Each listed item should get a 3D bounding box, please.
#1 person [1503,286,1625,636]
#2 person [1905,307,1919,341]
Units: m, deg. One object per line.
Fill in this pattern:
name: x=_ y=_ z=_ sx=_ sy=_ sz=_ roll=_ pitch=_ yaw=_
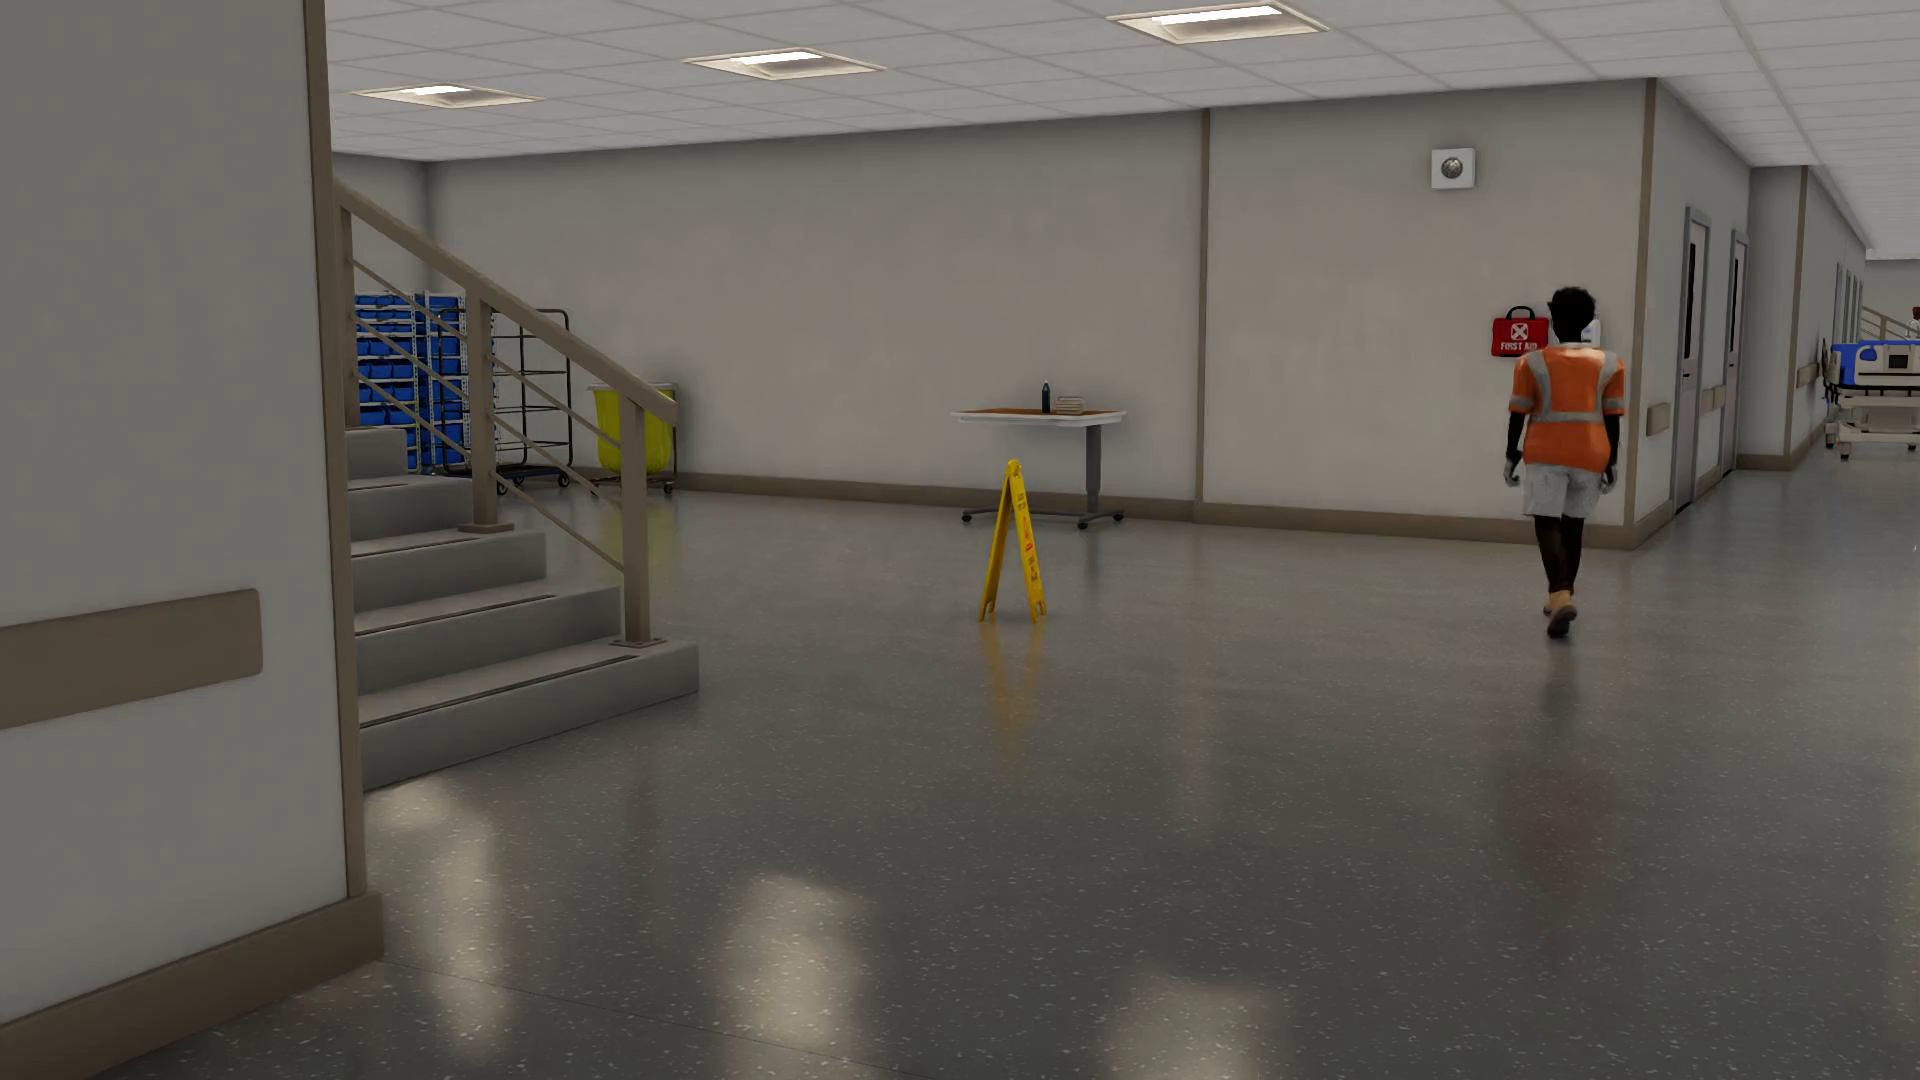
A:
person: x=2.906 y=-0.385 z=7.962 sx=0.536 sy=1.665 sz=0.841 roll=1 pitch=7 yaw=5
person: x=21.994 y=-4.441 z=38.387 sx=0.362 sy=1.873 sz=0.576 roll=4 pitch=8 yaw=29
